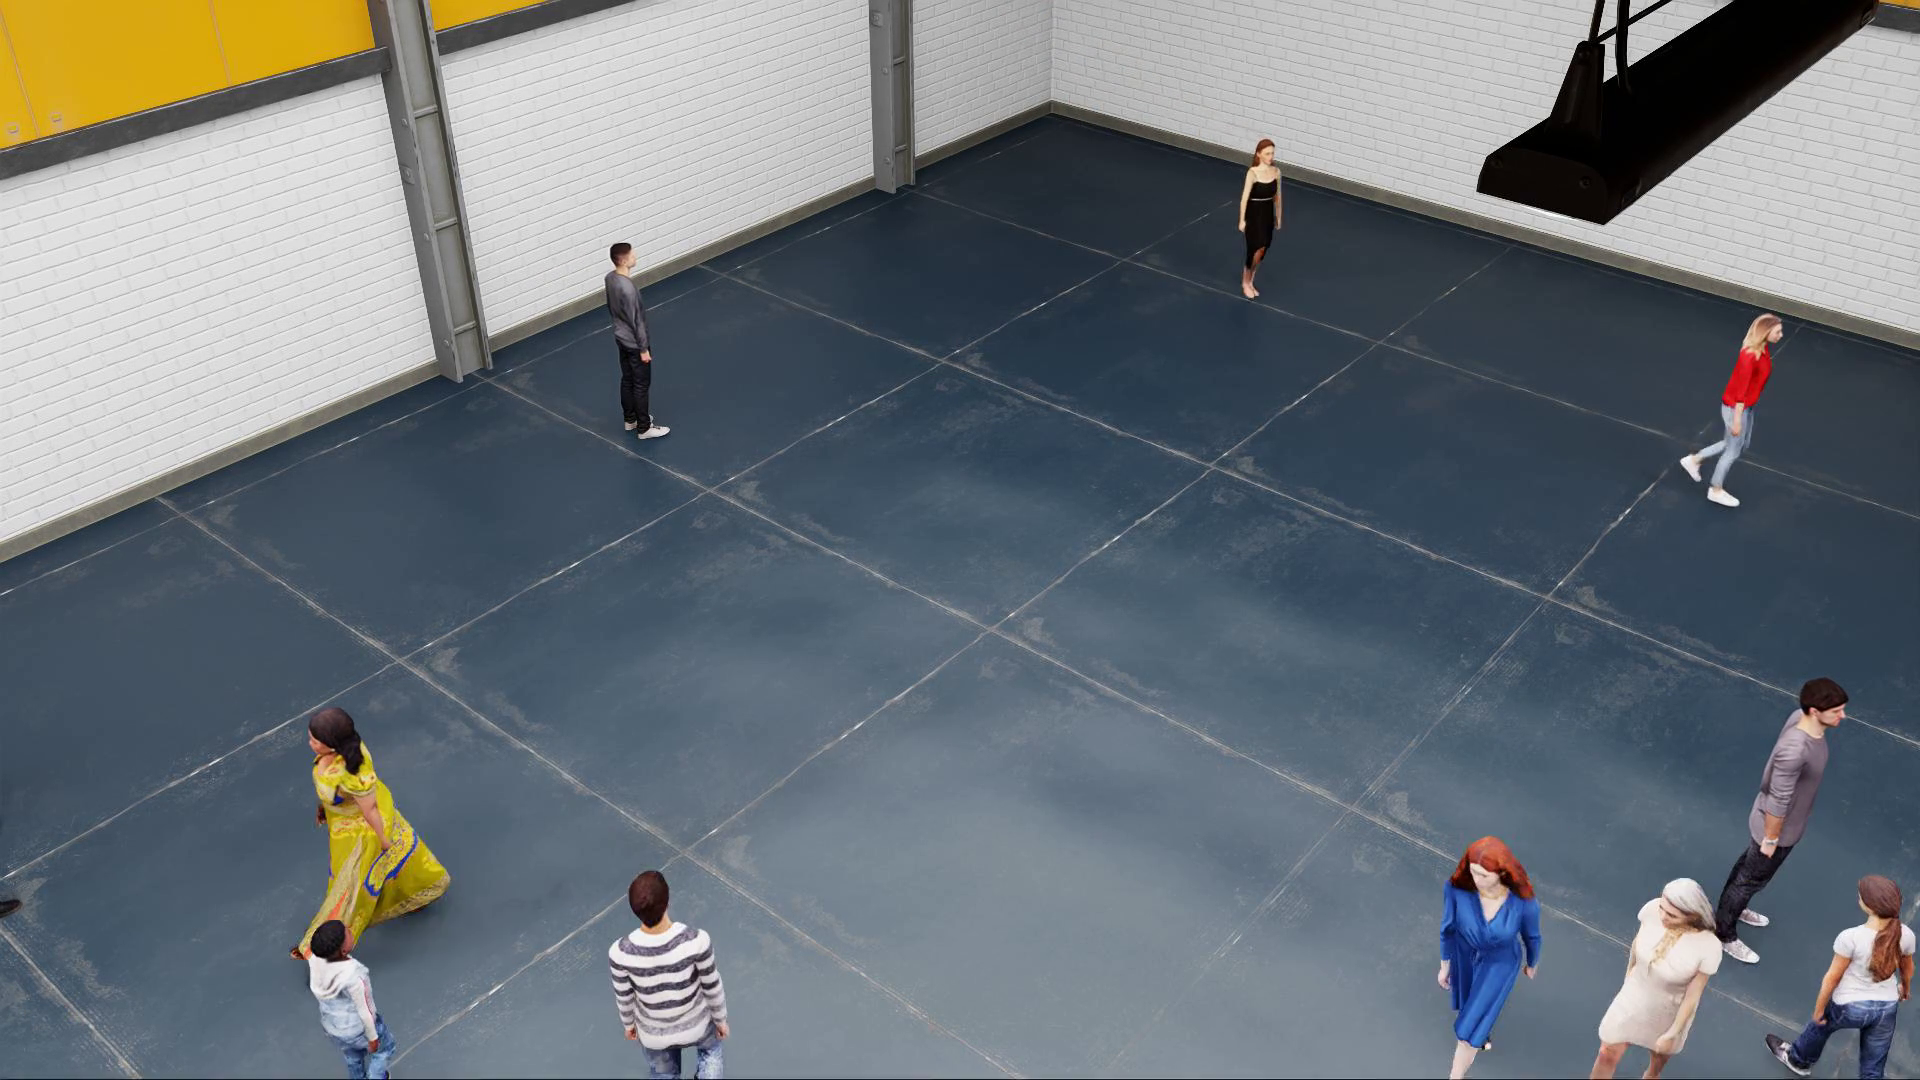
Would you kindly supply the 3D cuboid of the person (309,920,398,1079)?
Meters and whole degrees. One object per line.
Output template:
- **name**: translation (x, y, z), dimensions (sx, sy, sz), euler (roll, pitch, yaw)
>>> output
- **person**: translation (-3.105, 2.437, 8.357), dimensions (0.553, 1.253, 0.608), euler (14, 36, 20)

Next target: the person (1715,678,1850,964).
- **person**: translation (4.532, 1.510, 9.211), dimensions (0.762, 1.851, 0.501), euler (20, 38, 27)

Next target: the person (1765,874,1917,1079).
- **person**: translation (4.492, 2.353, 8.235), dimensions (0.982, 1.528, 1.105), euler (6, 34, 9)

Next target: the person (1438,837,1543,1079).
- **person**: translation (2.661, 2.112, 8.375), dimensions (0.662, 1.774, 0.992), euler (16, 37, 23)

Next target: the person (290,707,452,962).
- **person**: translation (-3.265, 1.566, 9.340), dimensions (1.305, 1.615, 1.039), euler (-17, 37, -24)

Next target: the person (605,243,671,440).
- **person**: translation (-2.787, -1.700, 14.123), dimensions (0.601, 1.761, 0.665), euler (-23, 40, -30)

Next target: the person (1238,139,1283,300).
- **person**: translation (2.928, -3.220, 16.538), dimensions (0.677, 1.618, 0.758), euler (-14, 36, -20)

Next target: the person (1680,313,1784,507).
- **person**: translation (6.121, -1.056, 13.218), dimensions (0.714, 1.690, 0.707), euler (21, 39, 29)

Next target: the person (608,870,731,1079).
- **person**: translation (-1.365, 2.371, 7.927), dimensions (0.822, 1.839, 0.885), euler (-4, 34, -6)

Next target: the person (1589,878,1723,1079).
- **person**: translation (3.497, 2.269, 8.202), dimensions (1.038, 1.705, 0.745), euler (-27, 42, -34)
